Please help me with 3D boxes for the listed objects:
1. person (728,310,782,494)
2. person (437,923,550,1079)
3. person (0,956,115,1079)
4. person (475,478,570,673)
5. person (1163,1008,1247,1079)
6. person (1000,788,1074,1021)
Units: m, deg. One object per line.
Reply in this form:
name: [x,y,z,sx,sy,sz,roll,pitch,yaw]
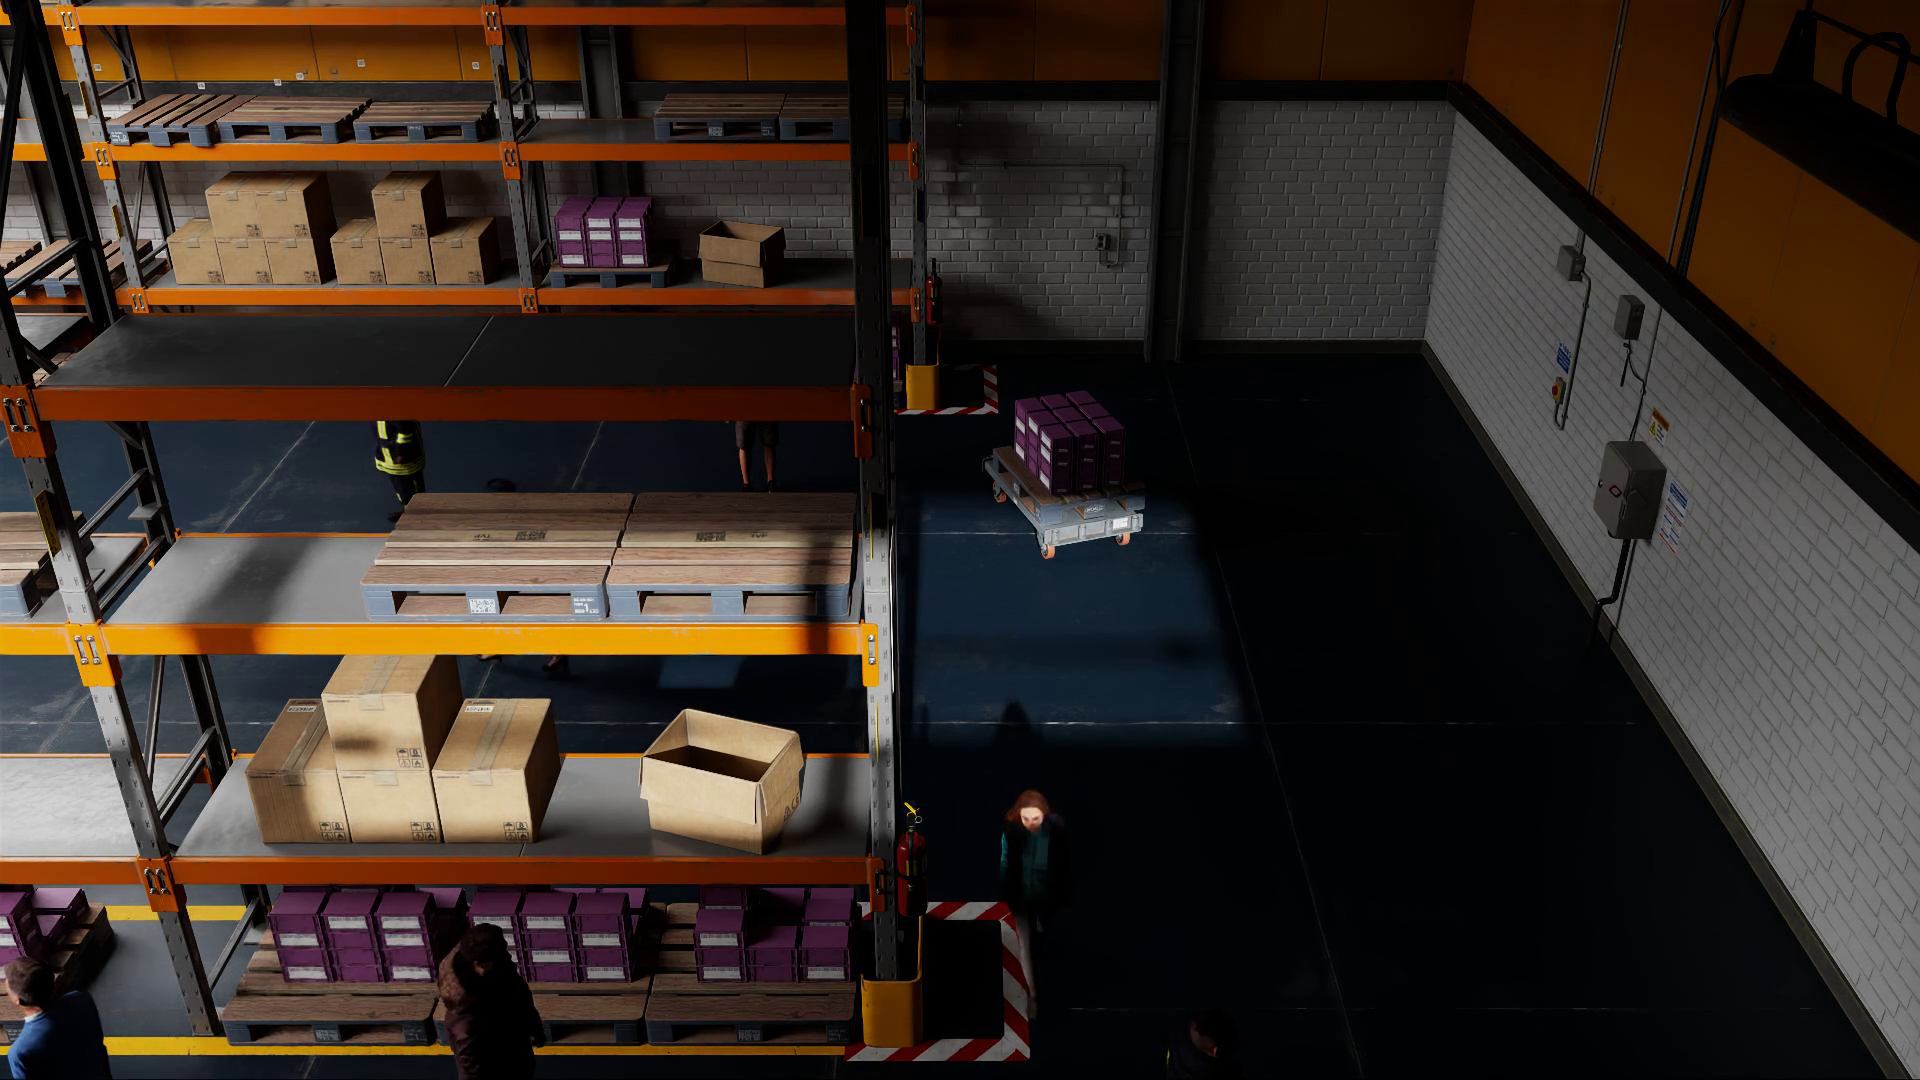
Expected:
person: [-1.880,-1.252,15.363,0.568,1.861,0.762,-4,29,-8]
person: [-2.387,2.652,8.274,1.132,1.795,0.759,0,29,0]
person: [-4.309,2.736,8.094,0.665,1.820,0.710,7,29,13]
person: [-3.316,0.331,12.706,1.150,1.627,0.924,9,30,16]
person: [1.119,2.873,7.800,0.789,1.862,0.830,-7,29,-13]
person: [0.445,2.025,9.770,0.907,1.464,0.628,0,29,-1]
